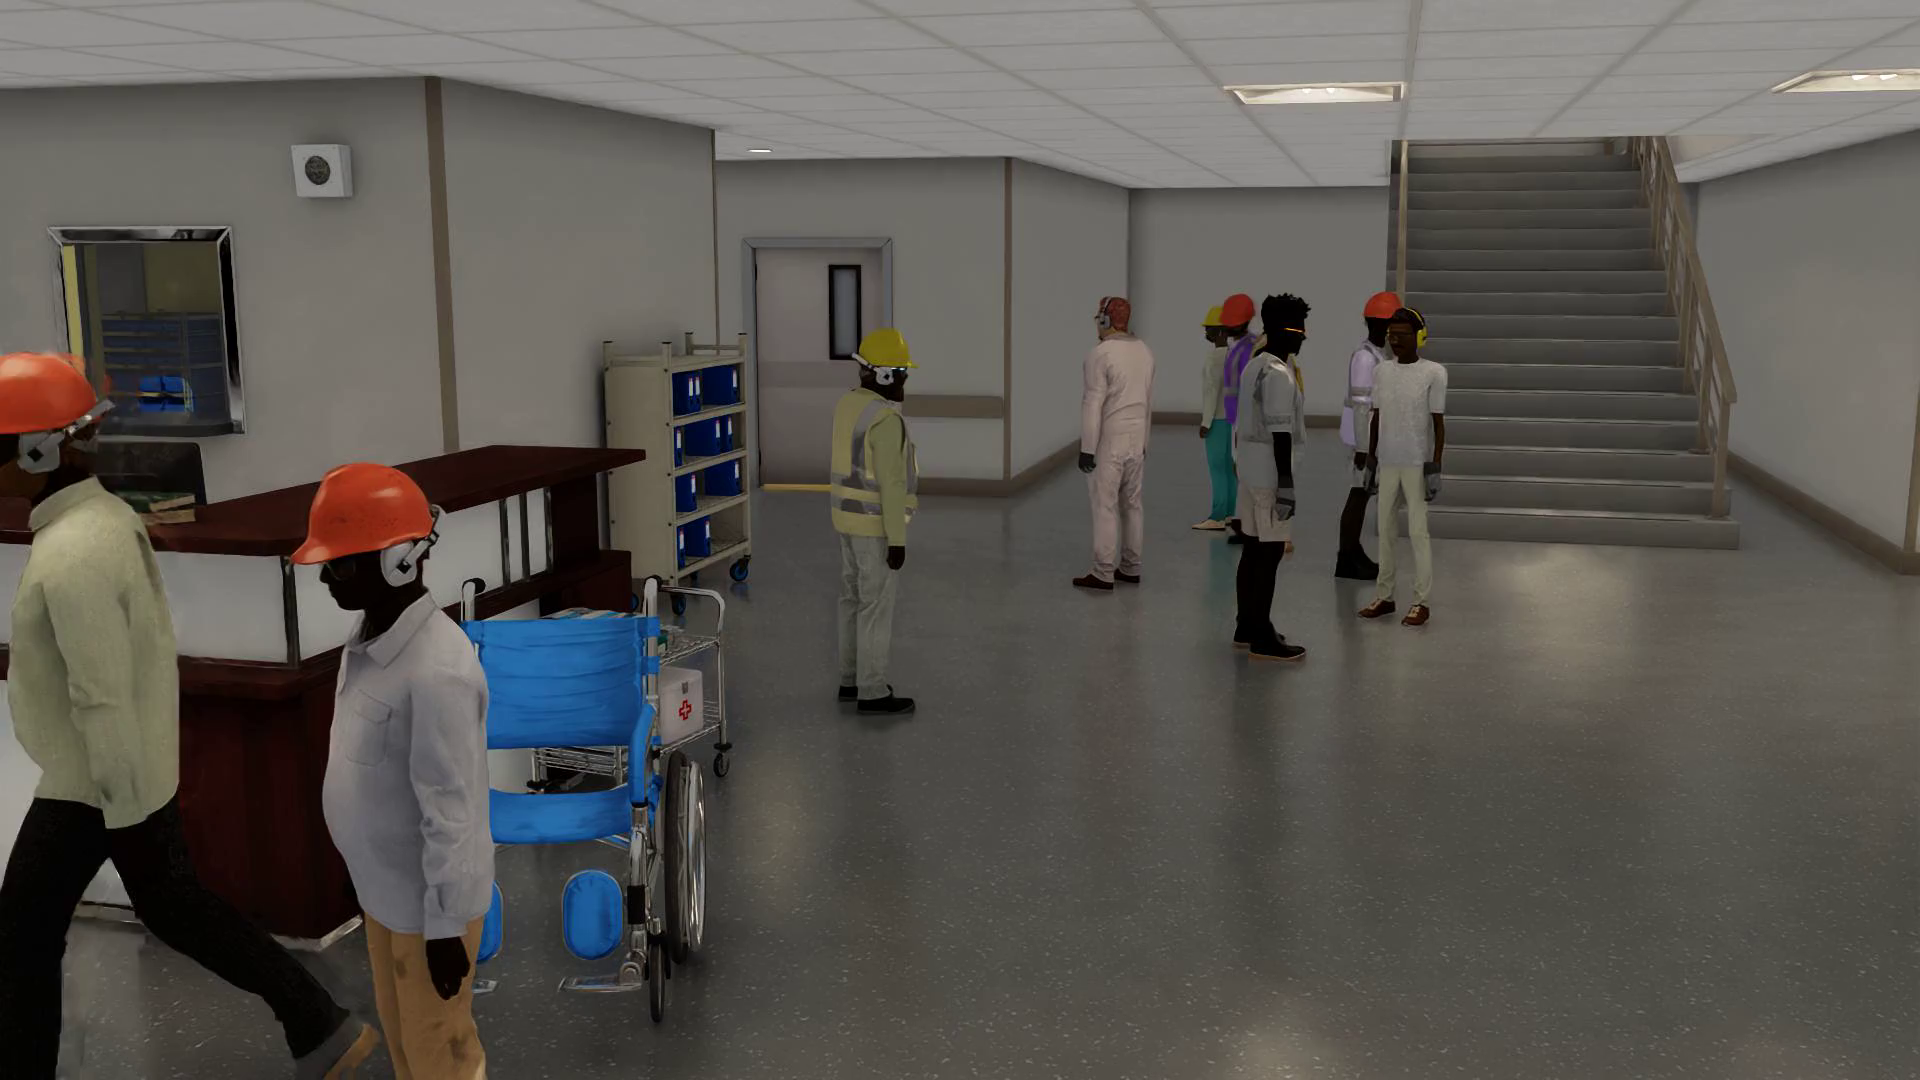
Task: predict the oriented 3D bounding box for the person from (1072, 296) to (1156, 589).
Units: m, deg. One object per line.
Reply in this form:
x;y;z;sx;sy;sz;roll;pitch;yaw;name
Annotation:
0.996;-0.633;10.872;0.399;1.901;0.648;9;13;42;person

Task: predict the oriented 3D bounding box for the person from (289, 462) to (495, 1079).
-1.160;0.702;3.448;0.354;1.743;0.565;-6;12;-34;person

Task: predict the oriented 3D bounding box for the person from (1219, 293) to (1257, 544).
2.133;-0.912;12.545;0.481;1.888;0.713;0;10;1;person

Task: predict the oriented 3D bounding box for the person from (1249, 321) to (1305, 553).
2.313;-0.839;12.243;0.430;1.845;0.619;2;10;11;person

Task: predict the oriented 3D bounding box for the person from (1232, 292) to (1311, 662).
1.673;-0.339;8.931;0.366;1.962;0.614;-1;10;-7;person

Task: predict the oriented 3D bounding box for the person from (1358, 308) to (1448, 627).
2.599;-0.429;9.780;0.318;1.860;0.513;-9;13;-42;person

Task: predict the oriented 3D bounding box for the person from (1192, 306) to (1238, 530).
2.038;-0.959;13.166;0.315;1.769;0.525;6;11;30;person

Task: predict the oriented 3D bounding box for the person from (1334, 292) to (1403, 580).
2.756;-0.685;11.111;0.419;1.926;0.541;4;10;22;person

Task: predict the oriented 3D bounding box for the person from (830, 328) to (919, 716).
-0.396;-0.082;7.855;0.409;1.823;0.598;-5;11;-25;person

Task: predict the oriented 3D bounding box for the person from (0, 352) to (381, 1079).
-1.940;0.527;3.900;1.005;1.950;0.598;-3;10;-16;person
